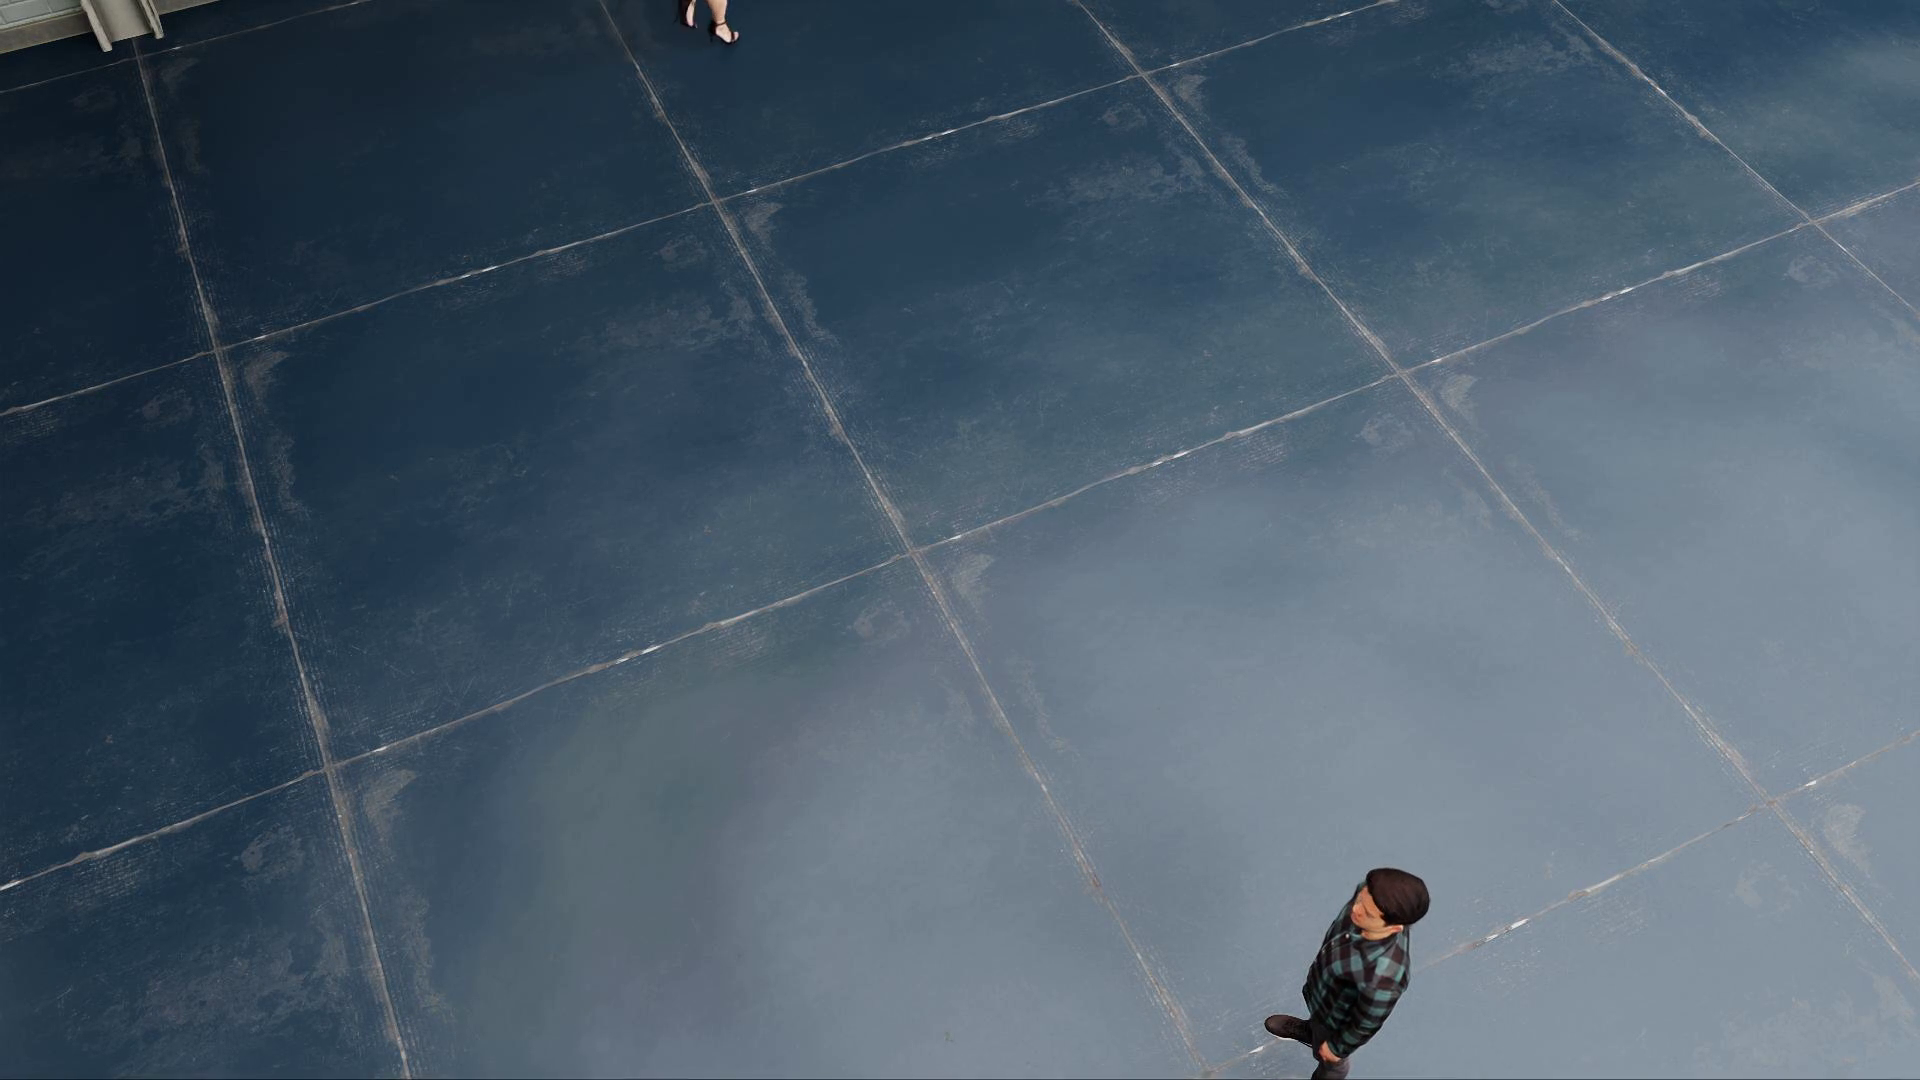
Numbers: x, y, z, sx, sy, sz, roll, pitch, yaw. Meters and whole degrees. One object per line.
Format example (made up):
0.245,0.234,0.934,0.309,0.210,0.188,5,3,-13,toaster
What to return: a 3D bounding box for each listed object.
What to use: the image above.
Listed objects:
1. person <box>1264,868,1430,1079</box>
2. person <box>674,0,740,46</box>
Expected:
1.395,1.609,6.022,0.719,1.714,0.746,5,52,4,person
-1.667,-3.849,10.519,0.728,1.706,0.640,-21,55,-16,person
